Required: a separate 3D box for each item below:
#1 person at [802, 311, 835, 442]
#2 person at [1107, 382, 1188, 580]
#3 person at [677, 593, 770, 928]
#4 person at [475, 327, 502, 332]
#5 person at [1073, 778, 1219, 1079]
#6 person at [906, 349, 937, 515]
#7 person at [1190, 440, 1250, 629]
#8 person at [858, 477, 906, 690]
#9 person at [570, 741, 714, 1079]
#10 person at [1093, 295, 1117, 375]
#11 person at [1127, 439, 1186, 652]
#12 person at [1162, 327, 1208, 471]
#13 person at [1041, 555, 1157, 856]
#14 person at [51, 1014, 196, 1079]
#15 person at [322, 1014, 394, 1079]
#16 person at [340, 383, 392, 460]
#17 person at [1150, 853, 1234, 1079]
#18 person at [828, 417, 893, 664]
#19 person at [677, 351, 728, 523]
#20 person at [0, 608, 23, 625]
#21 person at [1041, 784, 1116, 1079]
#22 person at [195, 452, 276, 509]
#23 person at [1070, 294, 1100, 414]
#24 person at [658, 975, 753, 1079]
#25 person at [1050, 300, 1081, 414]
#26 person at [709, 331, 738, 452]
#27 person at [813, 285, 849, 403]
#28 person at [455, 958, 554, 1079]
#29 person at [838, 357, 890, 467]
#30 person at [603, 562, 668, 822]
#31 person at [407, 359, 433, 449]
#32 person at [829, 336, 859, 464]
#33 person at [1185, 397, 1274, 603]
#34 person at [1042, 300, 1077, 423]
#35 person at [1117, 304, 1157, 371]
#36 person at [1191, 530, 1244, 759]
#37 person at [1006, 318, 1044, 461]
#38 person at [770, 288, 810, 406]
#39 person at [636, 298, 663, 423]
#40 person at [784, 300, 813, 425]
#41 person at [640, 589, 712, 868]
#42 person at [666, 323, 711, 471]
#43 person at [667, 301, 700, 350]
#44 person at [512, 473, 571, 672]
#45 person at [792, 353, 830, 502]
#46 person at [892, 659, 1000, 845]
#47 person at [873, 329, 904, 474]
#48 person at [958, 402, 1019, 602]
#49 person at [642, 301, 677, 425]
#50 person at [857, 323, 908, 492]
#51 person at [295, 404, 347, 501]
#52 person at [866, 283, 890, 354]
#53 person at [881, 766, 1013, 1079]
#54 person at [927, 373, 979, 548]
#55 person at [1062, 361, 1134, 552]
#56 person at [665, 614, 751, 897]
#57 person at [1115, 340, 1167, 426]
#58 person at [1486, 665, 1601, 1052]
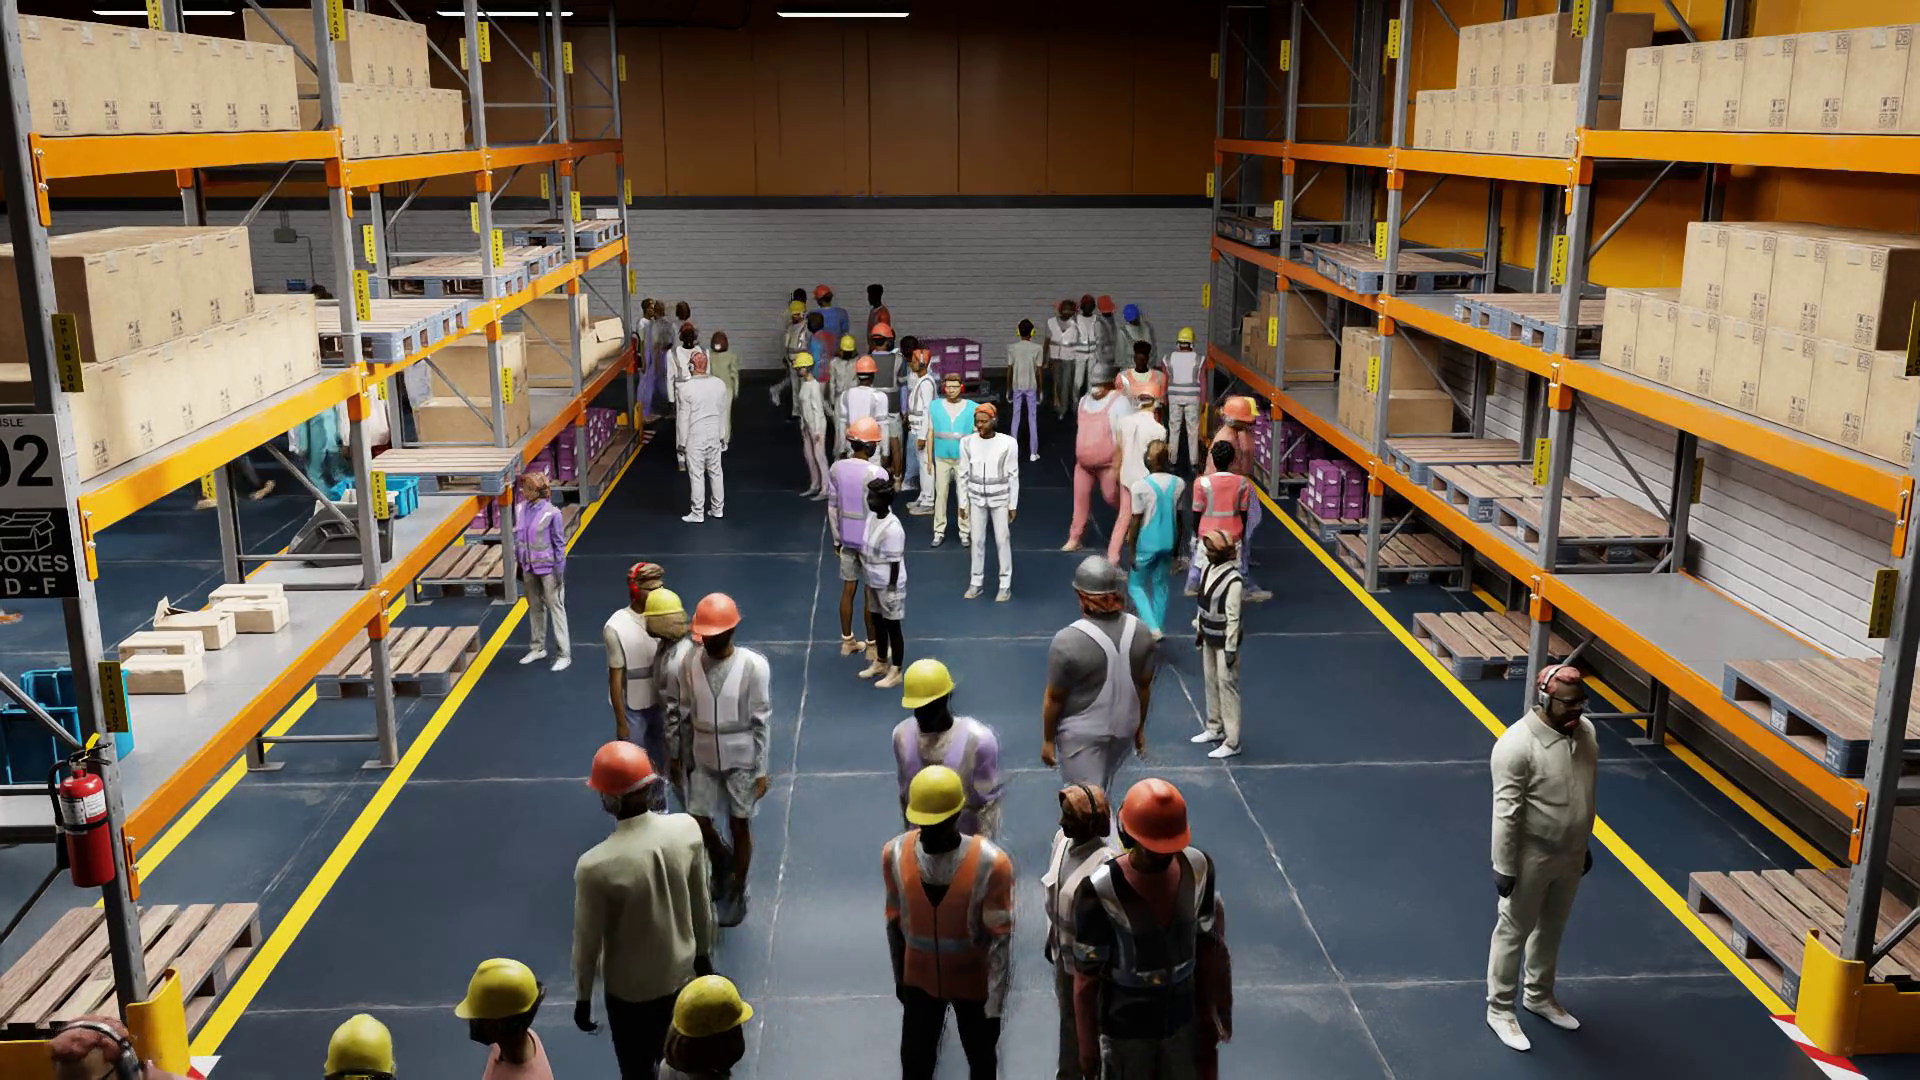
[{"bbox_3d":[-1.909,-2.242,22.957,0.530,1.820,0.636,3,15,10],"label":"person"},{"bbox_3d":[1.784,-0.566,16.175,0.969,1.930,0.614,-13,19,-41],"label":"person"},{"bbox_3d":[-1.302,1.209,9.213,0.541,1.924,0.421,3,15,11],"label":"person"},{"bbox_3d":[-7.059,-2.704,25.184,0.771,1.595,0.526,10,17,35],"label":"person"},{"bbox_3d":[0.734,1.862,6.447,0.615,2.028,0.409,-7,16,-25],"label":"person"},{"bbox_3d":[-0.428,-1.230,18.865,0.355,1.883,0.574,-1,14,-5],"label":"person"},{"bbox_3d":[2.272,-0.032,14.544,0.536,1.693,0.319,-3,15,-13],"label":"person"},{"bbox_3d":[-0.597,0.333,13.098,0.318,1.696,0.551,-7,16,-25],"label":"person"},{"bbox_3d":[-1.326,1.771,6.897,0.428,1.973,0.635,12,18,39],"label":"person"},{"bbox_3d":[2.163,-2.699,24.656,0.365,1.883,0.659,7,16,25],"label":"person"},{"bbox_3d":[1.641,0.065,13.875,0.517,1.830,0.442,-5,15,-20],"label":"person"},{"bbox_3d":[2.853,-1.788,21.152,0.589,1.835,0.404,4,15,16],"label":"person"},{"bbox_3d":[0.800,1.053,9.585,0.686,2.000,0.980,-9,17,-31],"label":"person"},{"bbox_3d":[-2.483,2.284,5.061,0.652,1.890,0.408,-3,15,-10],"label":"person"},{"bbox_3d":[-1.837,2.328,5.164,0.632,1.737,0.468,-8,16,-30],"label":"person"},{"bbox_3d":[-6.469,-1.094,18.156,0.439,1.980,0.615,12,18,39],"label":"person"},{"bbox_3d":[0.843,1.943,6.704,0.542,1.734,0.528,-7,16,-27],"label":"person"},{"bbox_3d":[-0.788,-0.003,13.728,0.614,2.041,0.389,10,17,34],"label":"person"},{"bbox_3d":[-2.881,-1.141,18.465,0.407,1.908,0.641,13,19,42],"label":"person"},{"bbox_3d":[-8.755,-0.079,14.323,0.960,1.906,0.635,-13,19,-41],"label":"person"},{"bbox_3d":[0.537,1.839,7.296,0.310,1.642,0.514,-8,16,-27],"label":"person"},{"bbox_3d":[-8.538,-1.418,19.285,0.706,2.000,0.988,7,16,25],"label":"person"},{"bbox_3d":[1.882,-2.727,24.771,0.584,1.869,0.475,-2,14,-6],"label":"person"},{"bbox_3d":[-0.806,2.243,5.509,0.294,1.744,0.486,-11,18,-36],"label":"person"},{"bbox_3d":[1.651,-2.785,25.268,0.575,1.724,0.575,8,16,29],"label":"person"},{"bbox_3d":[-3.236,-2.032,22.545,0.514,1.616,0.608,2,14,7],"label":"person"},{"bbox_3d":[-1.949,-2.813,24.869,0.664,1.979,1.077,-4,15,-14],"label":"person"},{"bbox_3d":[-1.469,2.212,5.582,0.328,1.769,0.526,-6,16,-23],"label":"person"},{"bbox_3d":[-1.028,-1.015,17.979,0.635,1.915,0.558,5,15,18],"label":"person"},{"bbox_3d":[-1.939,1.017,10.142,0.385,1.835,0.562,8,17,30],"label":"person"},{"bbox_3d":[-6.823,-1.727,21.070,0.562,1.752,0.323,12,19,40],"label":"person"},{"bbox_3d":[-1.435,-1.753,21.269,0.490,1.697,0.859,0,14,0],"label":"person"},{"bbox_3d":[2.531,-0.374,15.364,0.888,1.930,0.650,3,15,12],"label":"person"},{"bbox_3d":[1.550,-2.704,24.818,0.581,1.804,0.938,3,15,12],"label":"person"},{"bbox_3d":[2.521,-2.395,23.432,0.710,1.896,0.391,-8,16,-29],"label":"person"},{"bbox_3d":[1.831,0.721,11.713,0.315,1.632,0.511,-4,15,-15],"label":"person"},{"bbox_3d":[0.849,-1.964,21.800,0.506,1.861,0.328,3,15,12],"label":"person"},{"bbox_3d":[-2.538,-2.899,25.409,0.644,1.896,0.599,7,16,25],"label":"person"},{"bbox_3d":[-4.604,-2.650,24.545,0.357,1.834,0.505,2,14,9],"label":"person"},{"bbox_3d":[-2.355,-2.602,24.368,0.403,1.823,0.587,-13,19,-41],"label":"person"},{"bbox_3d":[-1.662,1.136,9.897,0.375,1.734,0.540,-7,16,-26],"label":"person"},{"bbox_3d":[-3.437,-1.817,21.168,0.581,1.882,0.351,-6,15,-21],"label":"person"},{"bbox_3d":[-3.969,-2.543,24.112,0.543,1.832,0.402,3,15,11],"label":"person"},{"bbox_3d":[-3.421,0.251,13.563,0.532,1.630,0.335,8,16,29],"label":"person"},{"bbox_3d":[-1.756,-1.327,19.506,0.412,1.744,0.532,-5,15,-18],"label":"person"},{"bbox_3d":[-0.040,1.453,8.326,0.594,1.887,0.872,5,15,20],"label":"person"},{"bbox_3d":[-0.929,-1.769,21.059,0.619,1.845,0.430,13,19,41],"label":"person"},{"bbox_3d":[0.267,-0.350,15.437,0.581,1.877,0.368,5,15,18],"label":"person"},{"bbox_3d":[-4.464,-2.604,24.470,0.618,1.808,0.599,2,14,7],"label":"person"},{"bbox_3d":[-0.924,-1.577,19.912,0.608,2.040,0.394,-1,14,-6],"label":"person"},{"bbox_3d":[-7.088,-1.118,18.477,0.489,1.871,0.783,4,15,16],"label":"person"},{"bbox_3d":[-1.254,-2.946,25.448,0.381,1.954,0.603,-5,15,-20],"label":"person"},{"bbox_3d":[-0.056,1.814,6.938,0.583,1.876,0.980,4,15,15],"label":"person"},{"bbox_3d":[-0.067,-0.840,17.400,0.562,1.847,0.390,1,14,3],"label":"person"},{"bbox_3d":[1.512,-0.902,17.259,0.695,2.000,0.850,12,18,38],"label":"person"},{"bbox_3d":[-1.410,1.210,9.540,0.559,1.752,0.325,-1,14,-3],"label":"person"},{"bbox_3d":[2.057,-1.311,19.037,0.612,1.952,0.364,0,14,-2],"label":"person"},{"bbox_3d":[2.841,1.514,8.043,0.653,1.905,0.408,-9,17,-30],"label":"person"}]
